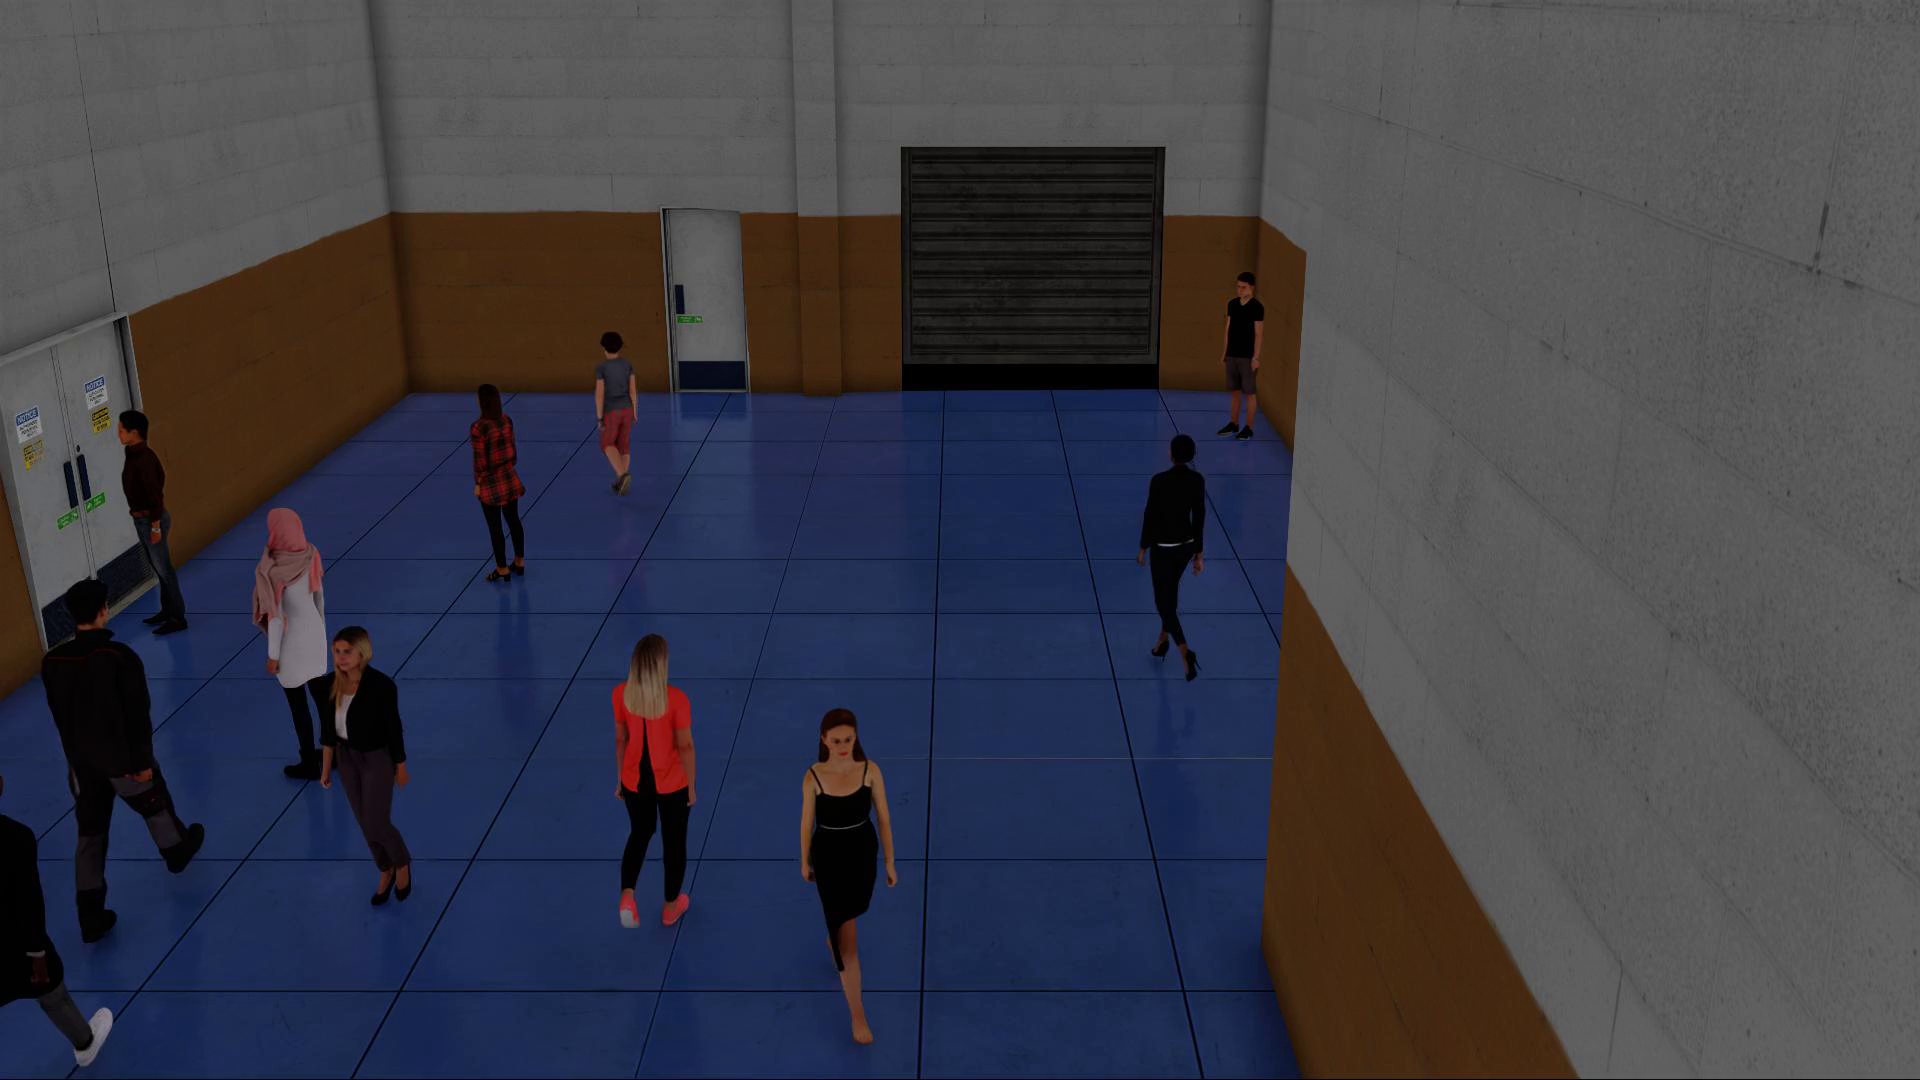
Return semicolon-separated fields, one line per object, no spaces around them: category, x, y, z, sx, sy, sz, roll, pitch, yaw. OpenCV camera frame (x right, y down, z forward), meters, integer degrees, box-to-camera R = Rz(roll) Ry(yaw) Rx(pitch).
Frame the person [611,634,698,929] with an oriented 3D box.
person;-1.631;1.326;8.726;0.849;1.678;0.778;4;19;12

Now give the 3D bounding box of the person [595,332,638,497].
person;-3.330;-1.197;16.258;0.924;1.635;0.911;-11;22;-30

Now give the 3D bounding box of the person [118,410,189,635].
person;-6.286;-0.145;12.941;0.740;1.772;0.717;-14;23;-36

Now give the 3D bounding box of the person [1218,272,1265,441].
person;3.161;-2.067;18.503;0.798;1.861;0.756;-15;24;-38

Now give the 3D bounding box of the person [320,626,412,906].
person;-3.181;1.214;9.086;0.616;1.662;0.742;7;20;20

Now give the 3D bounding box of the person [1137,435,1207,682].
person;1.554;0.163;11.980;1.113;1.804;0.927;-7;20;-20

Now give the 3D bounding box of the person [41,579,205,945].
person;-4.542;1.203;8.765;1.169;1.888;0.761;0;19;0

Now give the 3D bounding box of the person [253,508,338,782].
person;-4.187;0.650;10.537;0.744;1.803;0.730;9;21;25

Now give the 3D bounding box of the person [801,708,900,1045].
person;-0.581;1.554;8.212;1.124;1.576;0.909;-6;20;-18

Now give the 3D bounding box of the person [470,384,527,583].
person;-3.921;-0.491;14.079;0.717;1.702;0.705;11;21;28

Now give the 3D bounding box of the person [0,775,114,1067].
person;-4.199;1.833;7.178;1.103;1.708;0.765;2;19;6
